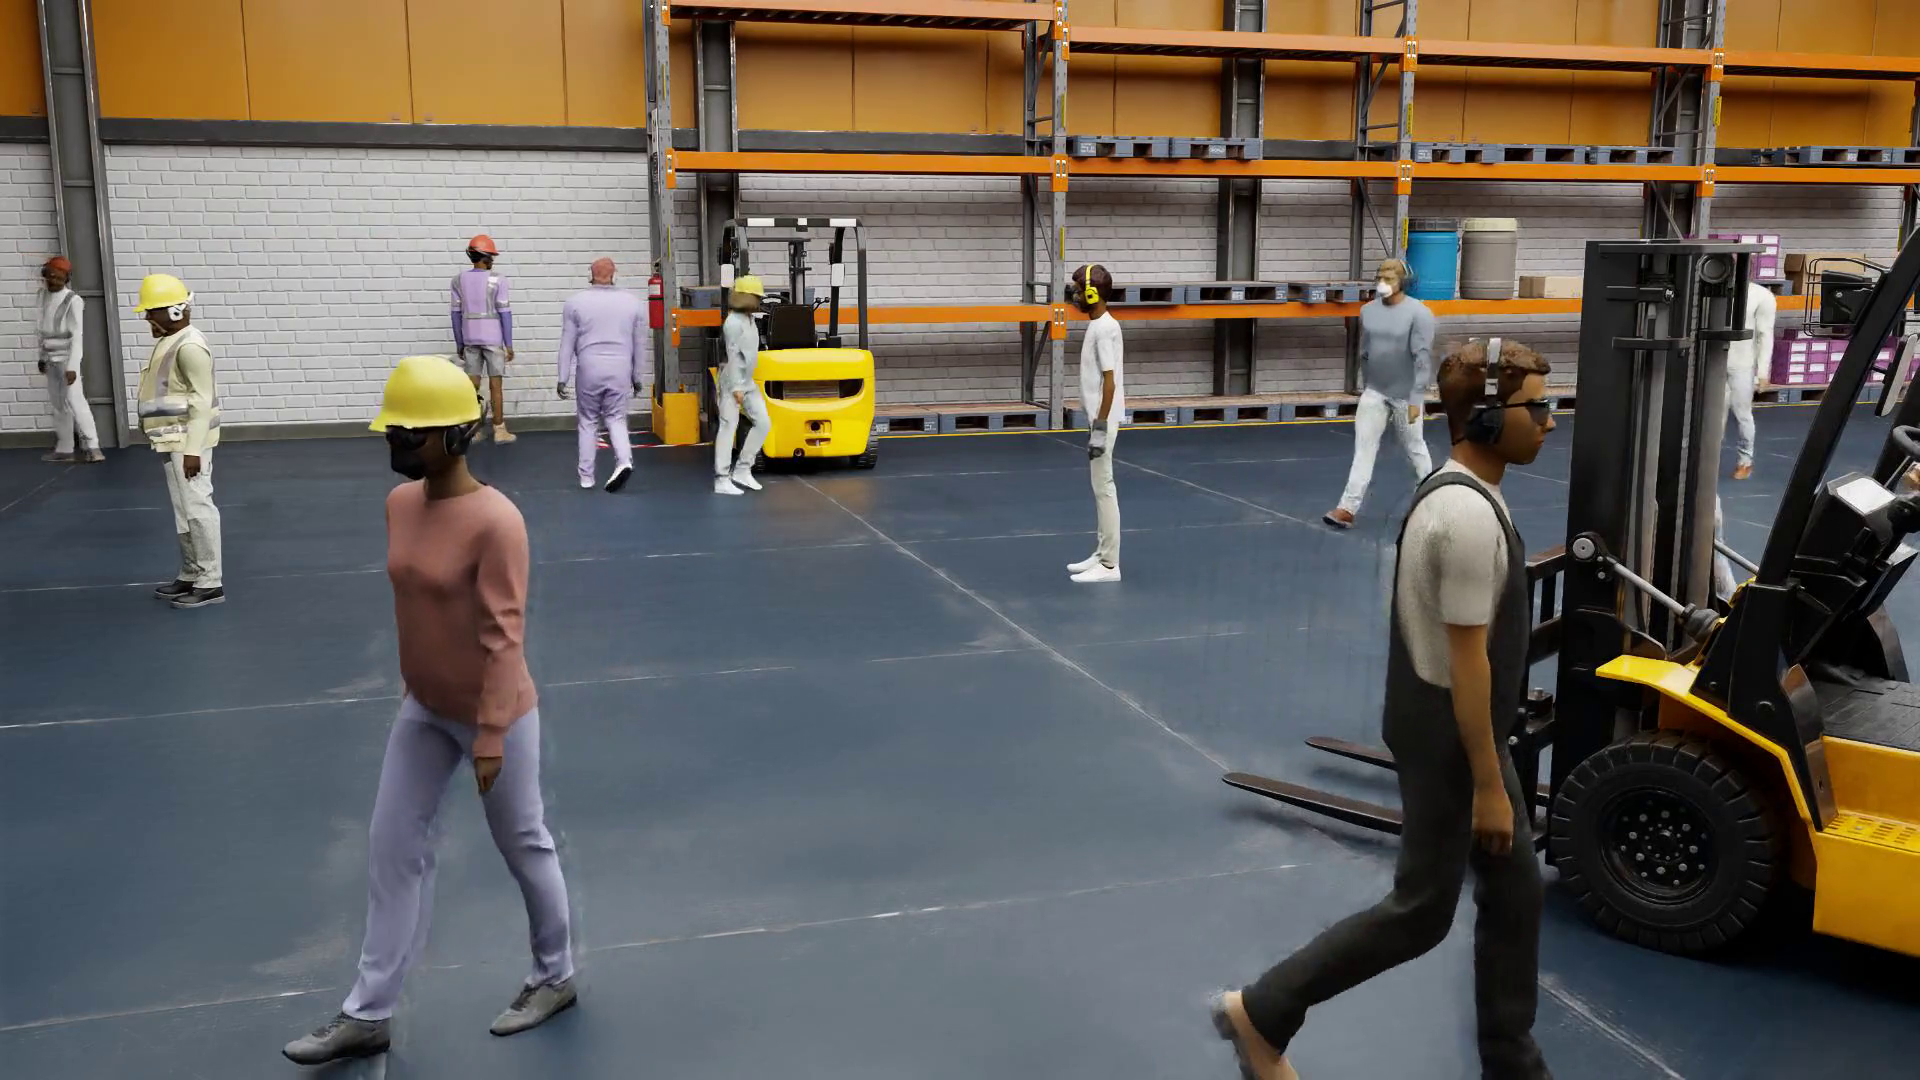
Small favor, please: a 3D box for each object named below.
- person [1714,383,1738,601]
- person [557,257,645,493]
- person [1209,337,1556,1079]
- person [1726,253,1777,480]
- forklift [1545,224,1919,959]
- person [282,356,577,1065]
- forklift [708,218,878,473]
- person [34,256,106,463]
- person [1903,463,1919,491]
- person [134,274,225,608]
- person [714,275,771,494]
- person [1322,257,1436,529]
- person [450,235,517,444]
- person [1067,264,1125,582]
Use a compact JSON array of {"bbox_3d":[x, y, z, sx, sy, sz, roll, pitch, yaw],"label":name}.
[{"bbox_3d":[3.778,-0.327,8.615,0.884,1.586,0.515,-6,12,-29],"label":"person"},{"bbox_3d":[-2.834,-1.303,13.206,0.707,1.870,0.752,-4,11,-20],"label":"person"},{"bbox_3d":[1.034,0.453,3.720,0.835,1.819,0.519,4,11,20],"label":"person"},{"bbox_3d":[6.407,-1.441,13.826,0.538,1.947,0.634,-9,14,-41],"label":"person"},{"bbox_3d":[2.909,0.117,4.508,2.313,2.155,1.214,9,14,40],"label":"forklift"},{"bbox_3d":[-1.293,0.434,4.028,0.561,1.735,0.818,8,13,36],"label":"person"},{"bbox_3d":[-1.522,-1.778,14.899,1.214,2.155,2.313,-3,11,-17],"label":"forklift"},{"bbox_3d":[-8.008,-1.595,14.856,0.672,1.853,0.353,7,12,32],"label":"person"},{"bbox_3d":[7.658,-1.201,12.443,0.954,1.958,0.628,-1,10,-6],"label":"person"},{"bbox_3d":[-4.286,-0.542,9.144,0.403,1.823,0.586,-8,13,-37],"label":"person"},{"bbox_3d":[-1.737,-1.217,13.115,0.479,1.718,0.521,4,11,19],"label":"person"},{"bbox_3d":[2.994,-1.009,11.555,1.035,1.878,0.652,-9,13,-39],"label":"person"},{"bbox_3d":[-4.650,-1.954,16.281,0.611,2.040,0.392,2,11,12],"label":"person"},{"bbox_3d":[0.804,-0.677,9.775,0.335,1.865,0.519,1,10,4],"label":"person"}]
